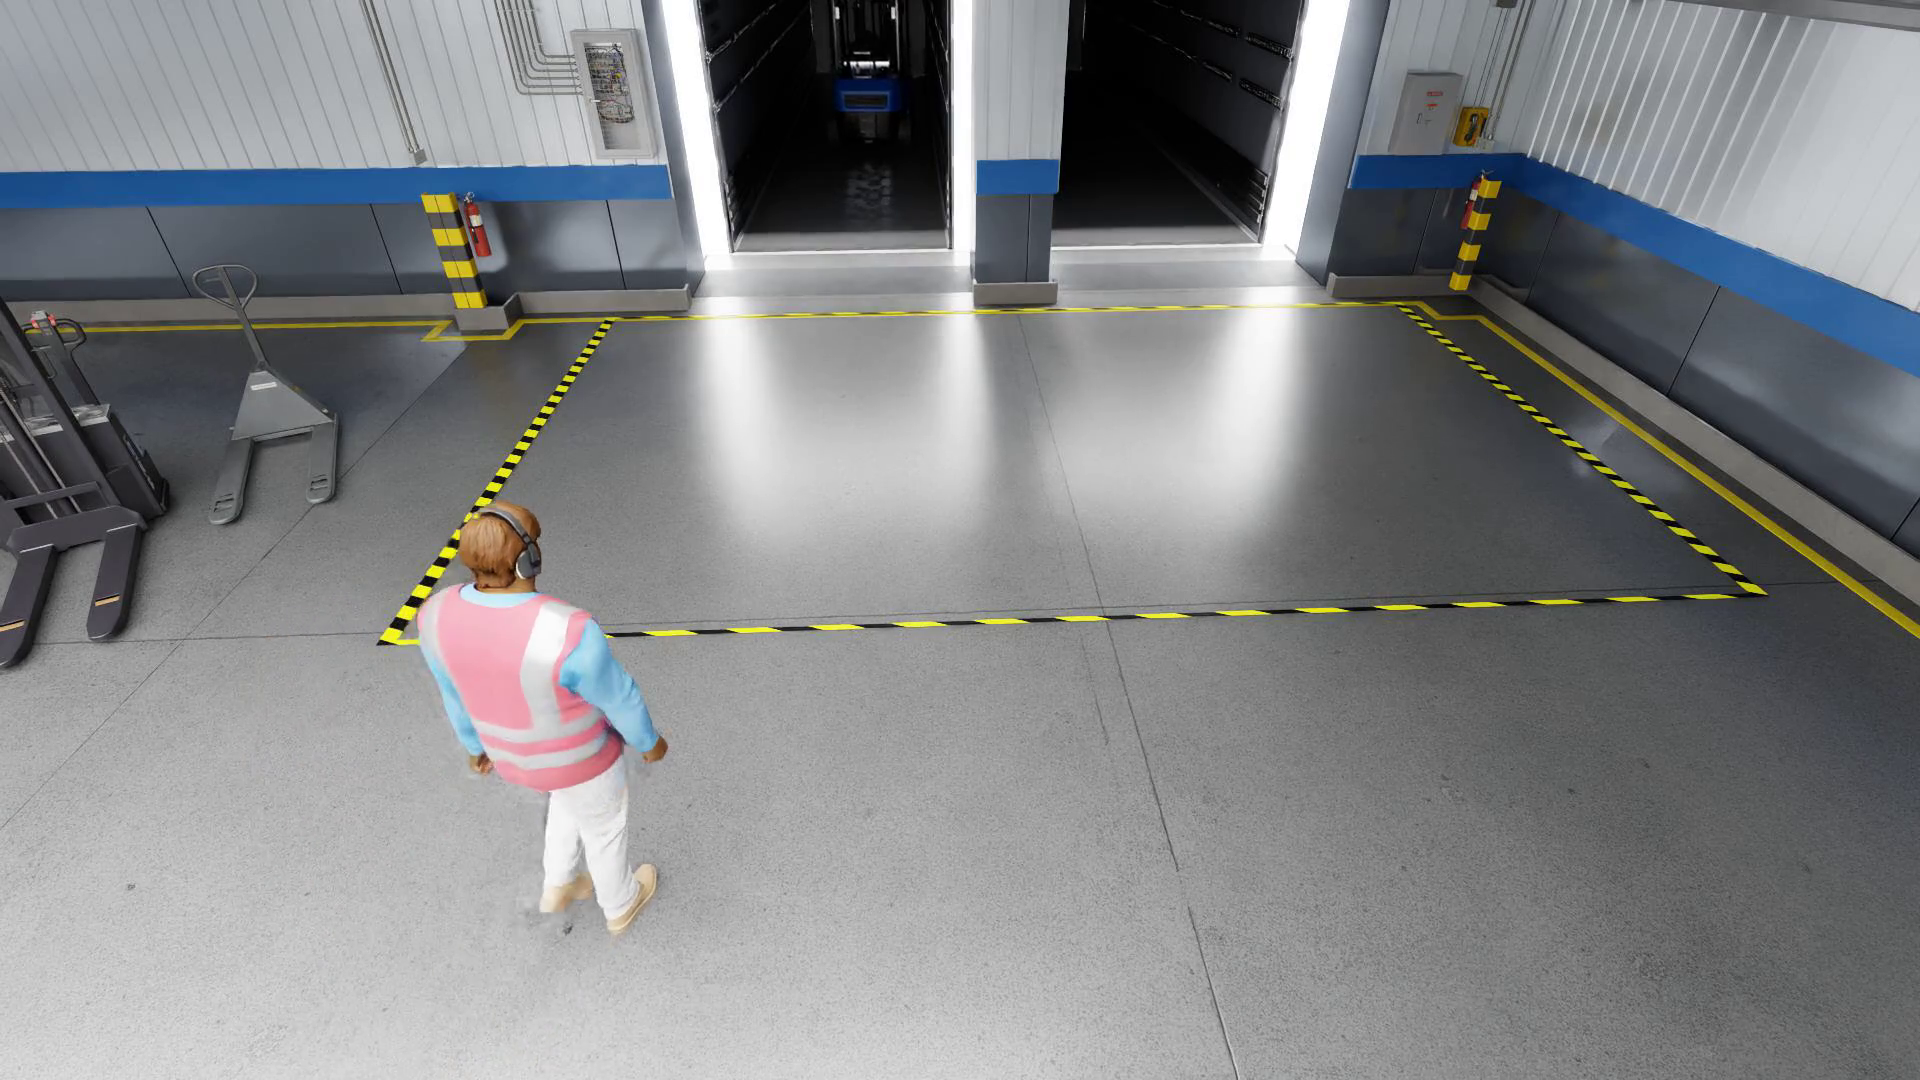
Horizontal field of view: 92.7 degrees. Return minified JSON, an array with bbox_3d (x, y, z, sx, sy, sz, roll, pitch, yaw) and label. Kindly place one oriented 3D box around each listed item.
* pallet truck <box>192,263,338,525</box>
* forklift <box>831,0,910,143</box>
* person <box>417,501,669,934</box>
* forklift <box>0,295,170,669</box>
[{"bbox_3d":[-4.778,-1.027,6.128,0.680,1.201,1.601,-17,38,-23],"label":"pallet truck"},{"bbox_3d":[-1.440,-7.771,14.843,1.157,2.036,2.680,0,35,0],"label":"forklift"},{"bbox_3d":[-1.376,0.697,3.145,0.649,1.818,0.451,12,37,17],"label":"person"},{"bbox_3d":[-5.212,-0.618,4.878,0.823,1.965,1.885,-20,39,-26],"label":"forklift"}]
